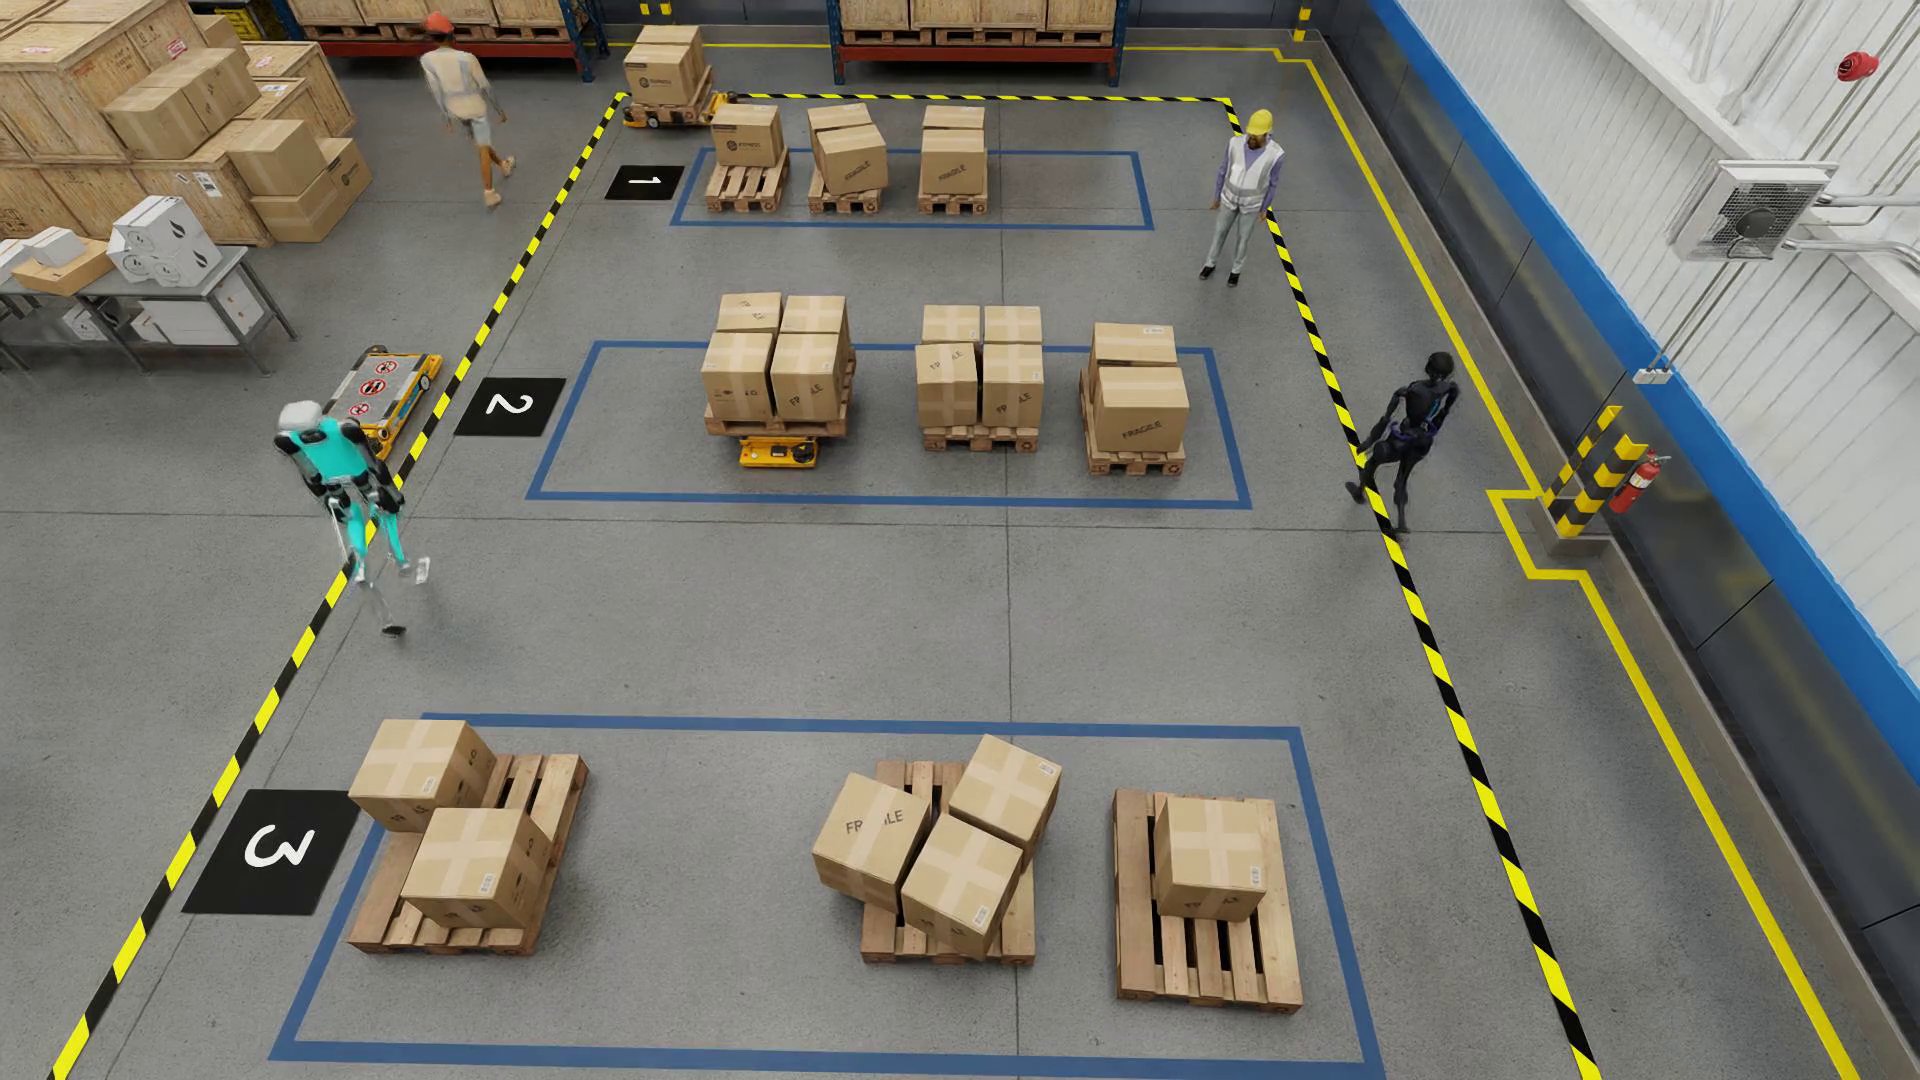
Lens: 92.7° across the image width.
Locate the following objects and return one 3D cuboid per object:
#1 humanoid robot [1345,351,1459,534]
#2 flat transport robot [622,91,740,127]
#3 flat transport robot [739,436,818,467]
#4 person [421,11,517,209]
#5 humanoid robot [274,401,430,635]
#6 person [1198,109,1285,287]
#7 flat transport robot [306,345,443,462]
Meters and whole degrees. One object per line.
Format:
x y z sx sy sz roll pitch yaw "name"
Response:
3.464 -0.741 7.099 0.589 1.634 0.741 -8 50 -7 "humanoid robot"
-3.717 -5.756 12.219 1.431 0.197 0.652 1 50 1 "flat transport robot"
-1.582 -1.235 8.394 0.652 0.197 1.431 1 50 1 "flat transport robot"
-5.527 -4.869 10.366 0.622 1.981 1.111 0 50 0 "person"
-4.246 -0.050 6.469 0.550 1.789 0.940 -11 51 -9 "humanoid robot"
2.842 -3.423 9.238 0.589 1.833 0.404 23 53 18 "person"
-5.383 -1.269 8.441 0.659 0.231 1.431 1 50 1 "flat transport robot"
